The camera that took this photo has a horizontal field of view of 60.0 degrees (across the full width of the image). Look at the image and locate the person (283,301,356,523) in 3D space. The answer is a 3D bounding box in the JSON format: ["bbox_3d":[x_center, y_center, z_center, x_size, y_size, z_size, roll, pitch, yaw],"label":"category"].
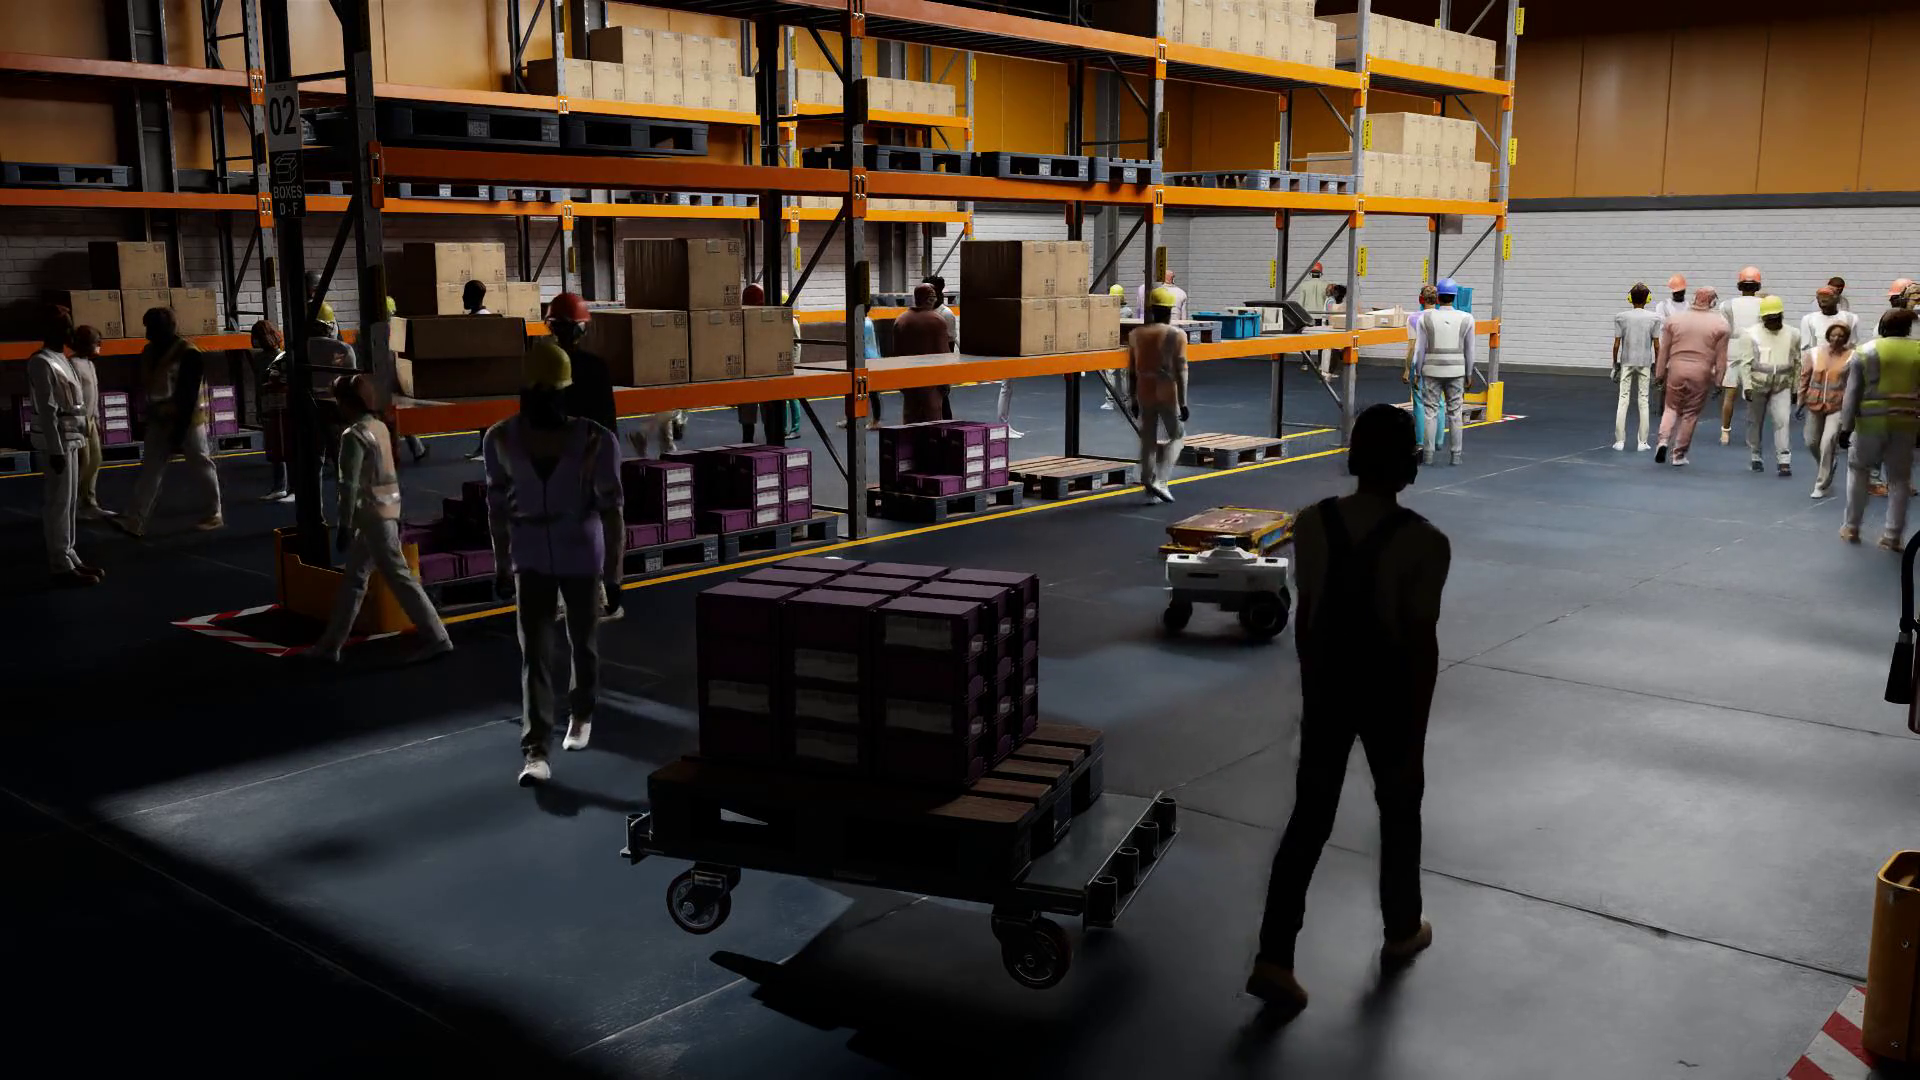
[{"bbox_3d":[-5.134,-1.014,13.474,0.590,1.833,0.404,-1,10,-5],"label":"person"}]

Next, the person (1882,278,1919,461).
[{"bbox_3d":[9.918,-1.791,17.599,0.373,1.935,0.552,1,10,6],"label":"person"}]

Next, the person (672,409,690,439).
[{"bbox_3d":[-3.312,-2.155,19.846,0.653,1.882,0.977,-2,10,-10],"label":"person"}]

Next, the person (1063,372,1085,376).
[{"bbox_3d":[2.017,-3.789,29.187,0.310,1.863,0.532,7,12,37],"label":"person"}]

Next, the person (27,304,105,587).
[{"bbox_3d":[-6.013,-0.630,11.142,0.354,1.883,0.573,-3,10,-17],"label":"person"}]

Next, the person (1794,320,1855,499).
[{"bbox_3d":[7.933,-1.202,15.148,0.632,1.612,0.522,-10,14,-43],"label":"person"}]

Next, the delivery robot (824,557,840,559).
[{"bbox_3d":[-0.708,0.336,9.153,0.707,0.478,0.477,-3,11,-18],"label":"delivery robot"}]

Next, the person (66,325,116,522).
[{"bbox_3d":[-7.291,-0.968,13.803,0.402,1.619,0.553,-2,10,-12],"label":"person"}]

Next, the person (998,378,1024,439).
[{"bbox_3d":[0.599,-2.134,19.763,0.329,1.865,0.507,2,10,10],"label":"person"}]

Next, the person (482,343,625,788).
[{"bbox_3d":[-1.732,0.084,7.137,0.597,1.859,1.041,-1,10,-4],"label":"person"}]

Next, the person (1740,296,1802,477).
[{"bbox_3d":[8.057,-1.521,16.505,0.605,1.775,0.922,2,10,13],"label":"person"}]

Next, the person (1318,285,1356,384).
[{"bbox_3d":[6.361,-3.449,27.840,0.871,1.656,0.533,-5,11,-24],"label":"person"}]

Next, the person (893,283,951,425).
[{"bbox_3d":[-0.359,-1.644,16.858,0.648,1.904,0.401,7,12,33],"label":"person"}]

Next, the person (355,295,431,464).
[{"bbox_3d":[-5.820,-1.609,17.006,0.600,1.774,0.921,2,10,12],"label":"person"}]

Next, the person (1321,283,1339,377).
[{"bbox_3d":[6.493,-3.672,29.155,0.309,1.641,0.512,1,10,4],"label":"person"}]

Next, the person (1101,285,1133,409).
[{"bbox_3d":[2.181,-2.703,23.341,0.494,1.743,0.303,-4,11,-23],"label":"person"}]

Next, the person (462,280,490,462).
[{"bbox_3d":[-5.086,-1.794,17.662,0.392,1.922,0.591,-5,11,-25],"label":"person"}]

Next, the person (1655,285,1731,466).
[{"bbox_3d":[7.541,-1.675,17.149,0.683,1.877,0.486,7,12,37],"label":"person"}]

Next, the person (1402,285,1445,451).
[{"bbox_3d":[5.207,-1.903,18.492,0.566,1.844,0.381,-2,10,-13],"label":"person"}]

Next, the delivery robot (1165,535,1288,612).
[{"bbox_3d":[1.577,0.214,9.850,0.707,0.478,0.477,2,10,13],"label":"delivery robot"}]

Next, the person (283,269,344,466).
[{"bbox_3d":[-6.663,-1.797,17.336,0.678,2.000,0.537,6,12,32],"label":"person"}]

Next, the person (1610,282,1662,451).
[{"bbox_3d":[7.533,-1.926,18.546,0.513,1.876,0.328,4,11,22],"label":"person"}]

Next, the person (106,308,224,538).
[{"bbox_3d":[-6.199,-0.902,12.964,0.629,1.785,0.960,4,11,23],"label":"person"}]

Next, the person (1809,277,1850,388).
[{"bbox_3d":[12.584,-2.875,24.062,0.619,1.839,0.430,-3,10,-16],"label":"person"}]

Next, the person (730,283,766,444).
[{"bbox_3d":[-1.867,-1.388,15.314,0.551,1.932,0.378,2,10,10],"label":"person"}]

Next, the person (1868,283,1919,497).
[{"bbox_3d":[8.559,-1.357,15.122,0.629,1.940,0.377,-3,10,-17],"label":"person"}]

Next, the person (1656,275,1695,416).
[{"bbox_3d":[9.567,-2.585,22.249,0.551,1.896,0.473,0,10,-2],"label":"person"}]

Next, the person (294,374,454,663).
[{"bbox_3d":[-3.196,-0.099,8.995,0.878,1.585,0.547,-1,10,-8],"label":"person"}]

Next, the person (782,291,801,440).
[{"bbox_3d":[-2.098,-2.065,19.655,0.328,1.765,0.532,-9,13,-42],"label":"person"}]

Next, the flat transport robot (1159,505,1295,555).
[{"bbox_3d":[2.056,-0.063,12.502,0.652,0.197,1.431,5,11,27],"label":"flat transport robot"}]

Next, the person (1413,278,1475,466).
[{"bbox_3d":[5.008,-1.732,17.234,0.616,1.945,0.404,1,10,8],"label":"person"}]

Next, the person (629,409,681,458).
[{"bbox_3d":[-3.181,-1.762,17.360,0.629,1.967,0.720,9,13,41],"label":"person"}]

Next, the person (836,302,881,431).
[{"bbox_3d":[-1.283,-2.177,20.512,0.689,1.670,0.553,-1,10,-4],"label":"person"}]

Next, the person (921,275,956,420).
[{"bbox_3d":[-0.265,-1.931,18.309,0.361,1.964,0.614,-5,11,-25],"label":"person"}]

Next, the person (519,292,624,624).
[{"bbox_3d":[-2.330,-0.489,10.023,0.622,1.992,0.395,3,10,15],"label":"person"}]

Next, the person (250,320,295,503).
[{"bbox_3d":[-6.100,-1.137,14.775,0.498,1.626,0.288,8,13,39],"label":"person"}]

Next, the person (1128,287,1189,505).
[{"bbox_3d":[1.751,-1.251,14.573,0.609,1.915,0.416,7,12,36],"label":"person"}]

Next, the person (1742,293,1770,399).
[{"bbox_3d":[11.583,-2.785,24.163,0.510,1.616,0.585,4,11,21],"label":"person"}]

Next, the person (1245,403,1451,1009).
[{"bbox_3d":[1.187,0.493,4.980,0.509,1.812,0.938,7,12,35],"label":"person"}]

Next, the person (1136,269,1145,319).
[{"bbox_3d":[3.034,-3.376,26.321,0.371,2.044,0.608,-5,11,-28],"label":"person"}]

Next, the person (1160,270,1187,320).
[{"bbox_3d":[3.353,-3.422,27.017,0.652,1.896,0.402,-2,10,-12],"label":"person"}]

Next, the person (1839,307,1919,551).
[{"bbox_3d":[6.997,-0.852,12.624,0.667,1.809,0.802,2,10,11],"label":"person"}]

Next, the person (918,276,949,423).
[{"bbox_3d":[-0.298,-2.031,18.960,0.368,1.939,0.542,6,12,30],"label":"person"}]

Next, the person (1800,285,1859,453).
[{"bbox_3d":[9.496,-1.863,18.233,0.595,1.852,0.581,6,12,30],"label":"person"}]

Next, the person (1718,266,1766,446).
[{"bbox_3d":[8.971,-2.097,19.029,0.608,2.048,0.370,6,11,29],"label":"person"}]

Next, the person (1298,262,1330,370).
[{"bbox_3d":[6.575,-4.145,30.839,0.626,1.992,0.387,2,10,9],"label":"person"}]
